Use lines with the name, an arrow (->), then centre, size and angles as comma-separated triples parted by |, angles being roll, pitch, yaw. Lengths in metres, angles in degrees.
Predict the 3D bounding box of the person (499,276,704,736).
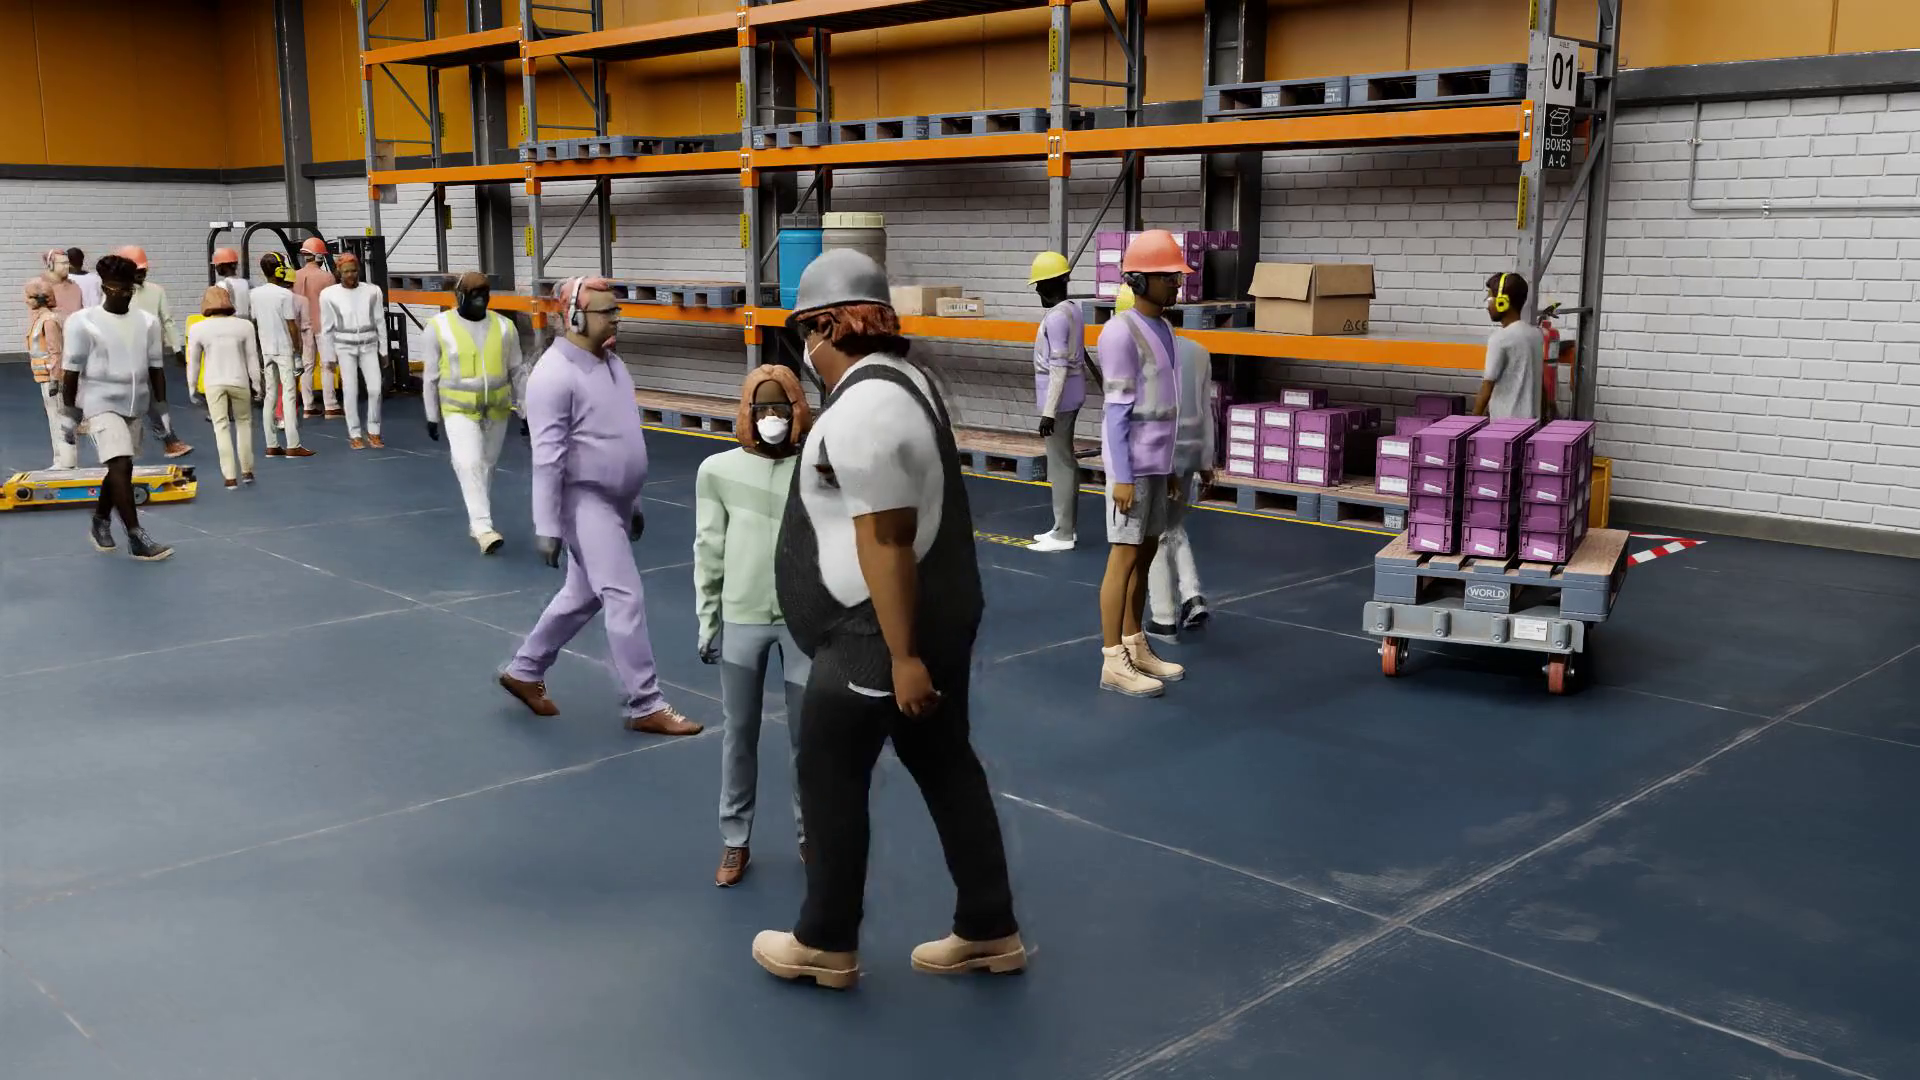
person -> -1.528, -0.143, 6.796 | 0.936, 1.870, 0.651 | 2, 11, 13

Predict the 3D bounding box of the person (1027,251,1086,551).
person -> 0.613, -0.882, 10.688 | 0.378, 1.918, 0.585 | 2, 11, 12

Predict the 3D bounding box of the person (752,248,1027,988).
person -> -0.215, 0.196, 4.477 | 0.858, 2.000, 0.703 | 3, 11, 16

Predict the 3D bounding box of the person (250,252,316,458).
person -> -6.203, -1.679, 15.167 | 0.514, 1.872, 0.328 | 4, 11, 20

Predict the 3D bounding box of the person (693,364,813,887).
person -> -0.574, 0.268, 5.192 | 0.499, 1.634, 0.279 | -1, 10, -8

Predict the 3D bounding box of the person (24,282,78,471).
person -> -7.614, -1.337, 13.934 | 0.309, 1.636, 0.522 | -7, 13, -35

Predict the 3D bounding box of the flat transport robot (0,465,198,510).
flat transport robot -> -6.579, -0.410, 12.611 | 1.431, 0.197, 0.652 | -4, 11, -23

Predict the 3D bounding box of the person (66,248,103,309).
person -> -10.091, -2.386, 19.031 | 0.902, 1.873, 0.579 | 7, 13, 34

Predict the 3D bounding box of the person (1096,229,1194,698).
person -> 0.832, -0.340, 7.390 | 0.380, 2.045, 0.605 | 5, 12, 27

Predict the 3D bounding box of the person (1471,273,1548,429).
person -> 3.084, -0.612, 9.521 | 1.008, 1.804, 0.536 | 10, 14, 43

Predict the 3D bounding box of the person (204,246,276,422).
person -> -7.797, -2.210, 17.962 | 0.793, 1.912, 0.553 | 2, 11, 12

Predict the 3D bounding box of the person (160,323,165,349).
person -> -9.601, -2.383, 19.448 | 0.536, 1.723, 0.950 | 0, 10, 0

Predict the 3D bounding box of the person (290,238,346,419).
person -> -7.118, -2.342, 18.440 | 0.623, 1.992, 0.397 | 3, 11, 16

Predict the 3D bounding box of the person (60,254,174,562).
person -> -5.341, -0.839, 10.476 | 0.900, 1.919, 0.627 | 5, 12, 27

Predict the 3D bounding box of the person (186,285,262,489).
person -> -5.925, -1.232, 13.383 | 0.530, 1.614, 0.599 | -6, 12, -28

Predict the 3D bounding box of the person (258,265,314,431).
person -> -6.988, -1.980, 17.223 | 0.549, 1.714, 0.910 | -5, 12, -26

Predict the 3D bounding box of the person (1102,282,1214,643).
person -> 0.968, -0.375, 8.246 | 0.624, 1.800, 0.426 | -5, 11, -25

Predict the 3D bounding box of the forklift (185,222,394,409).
forklift -> -8.169, -2.758, 20.163 | 2.313, 2.155, 1.214 | -10, 14, -44

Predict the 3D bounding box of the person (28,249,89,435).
person -> -9.156, -2.020, 16.971 | 0.726, 1.890, 0.665 | 3, 11, 17

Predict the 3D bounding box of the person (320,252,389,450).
person -> -5.665, -1.760, 15.631 | 0.592, 1.858, 0.590 | -6, 12, -29

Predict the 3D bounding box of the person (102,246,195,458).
person -> -7.502, -1.720, 15.256 | 1.066, 1.930, 0.628 | 4, 11, 20

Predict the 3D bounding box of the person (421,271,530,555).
person -> -3.084, -0.822, 10.726 | 0.646, 1.788, 0.975 | -8, 13, -36
